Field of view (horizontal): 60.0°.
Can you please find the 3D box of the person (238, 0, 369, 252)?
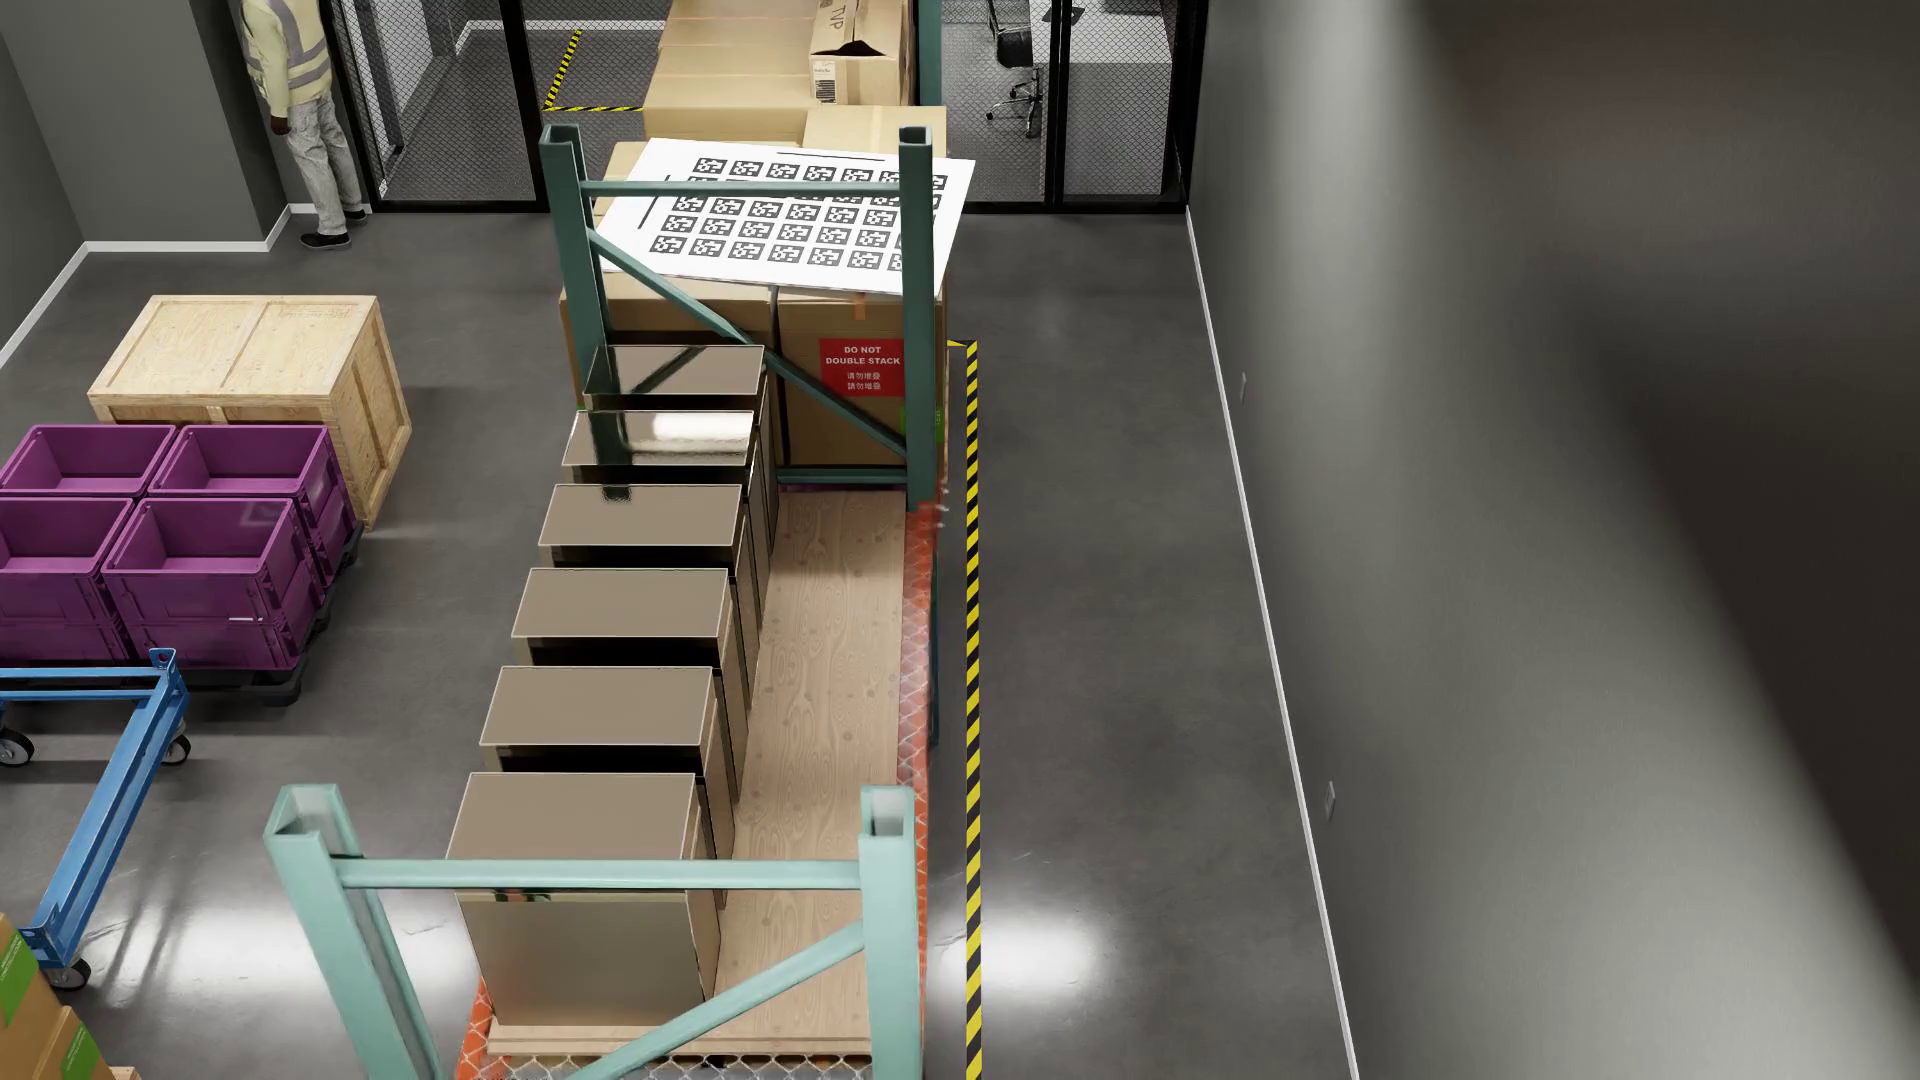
[{"bbox_3d":[-3.483,-2.392,8.700,0.404,1.830,0.602,5,41,5],"label":"person"}]
